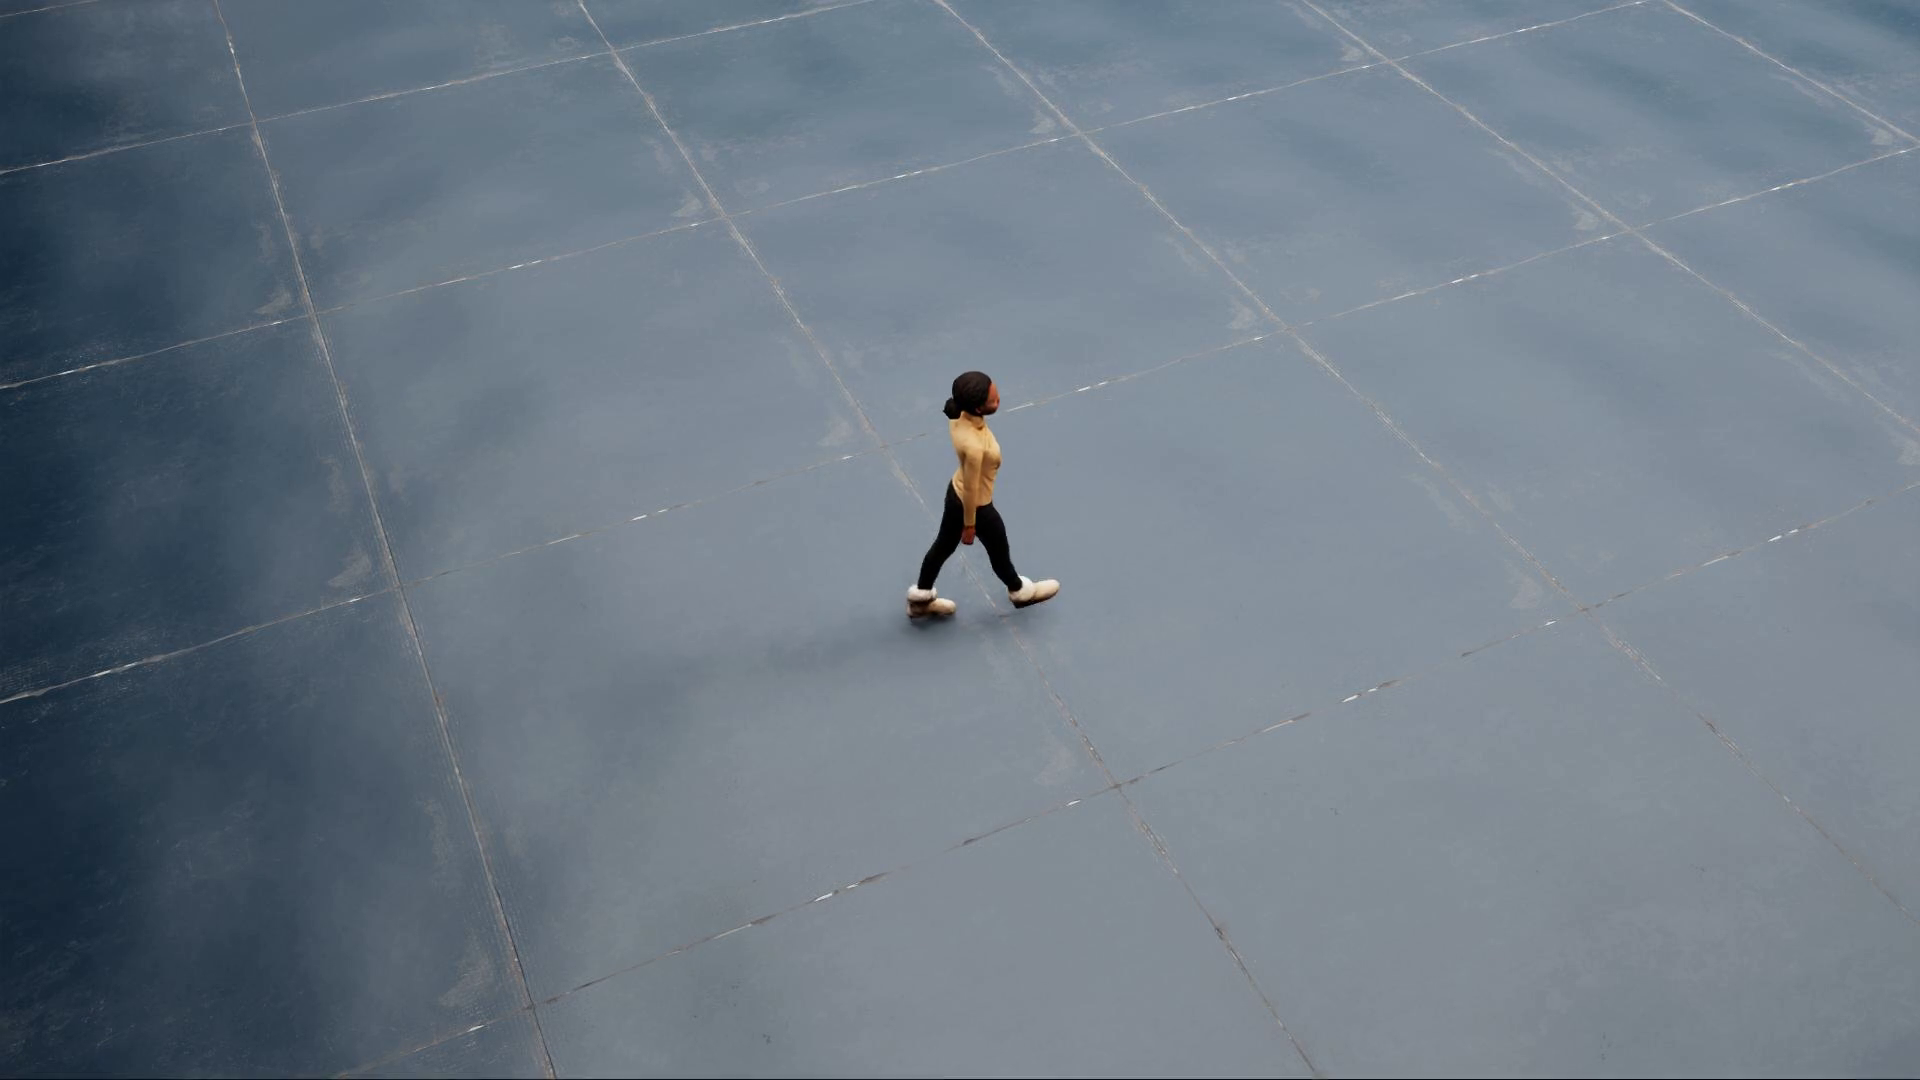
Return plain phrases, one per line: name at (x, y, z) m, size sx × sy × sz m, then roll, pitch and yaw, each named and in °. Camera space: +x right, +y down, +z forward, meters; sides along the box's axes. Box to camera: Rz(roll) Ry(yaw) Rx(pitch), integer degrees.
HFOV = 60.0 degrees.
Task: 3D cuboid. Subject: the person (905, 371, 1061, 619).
person at (-0.024, -0.182, 8.753) m, size 0.807 × 1.618 × 1.074 m, roll -10°, pitch 43°, yaw -11°
